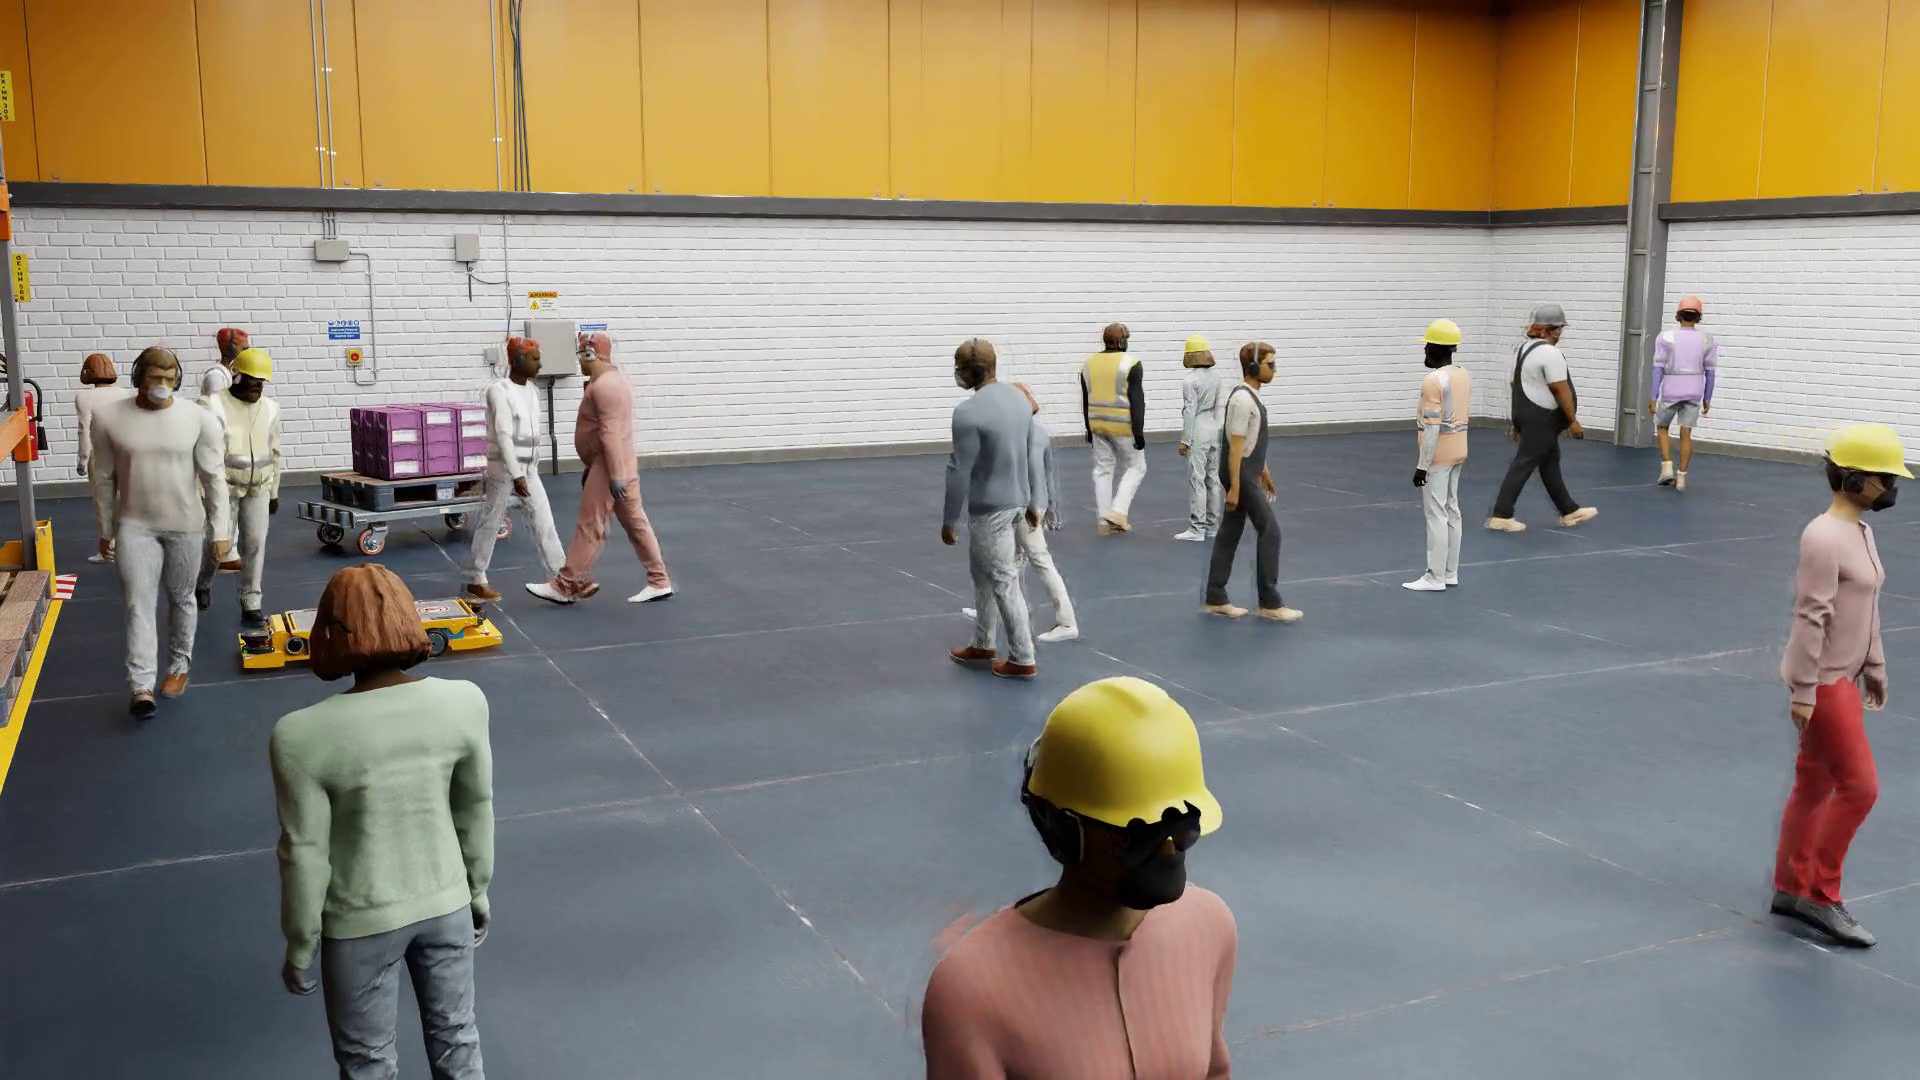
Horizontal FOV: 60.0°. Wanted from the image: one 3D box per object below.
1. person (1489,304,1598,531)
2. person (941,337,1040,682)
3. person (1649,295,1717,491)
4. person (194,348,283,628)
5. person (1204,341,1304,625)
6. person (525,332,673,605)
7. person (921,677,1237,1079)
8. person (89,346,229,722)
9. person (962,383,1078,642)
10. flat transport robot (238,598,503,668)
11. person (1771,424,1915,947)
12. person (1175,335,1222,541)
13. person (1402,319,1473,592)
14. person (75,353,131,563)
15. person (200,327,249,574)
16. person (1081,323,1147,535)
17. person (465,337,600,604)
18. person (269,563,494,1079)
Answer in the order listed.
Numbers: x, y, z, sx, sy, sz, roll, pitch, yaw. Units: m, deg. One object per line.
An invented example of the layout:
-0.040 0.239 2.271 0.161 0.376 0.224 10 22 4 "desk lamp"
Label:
5.130 -1.090 14.550 1.042 2.000 0.701 0 9 0 "person"
0.106 -0.164 9.215 0.777 1.905 0.653 6 11 34 "person"
7.495 -1.524 17.297 0.639 2.017 0.501 2 9 11 "person"
-4.686 -0.343 10.702 0.666 1.785 0.641 8 12 41 "person"
1.947 -0.368 10.738 0.771 1.815 0.521 1 9 7 "person"
-2.438 -0.474 11.322 0.989 1.864 0.655 -1 9 -3 "person"
0.176 1.038 2.234 0.537 1.757 0.368 -5 11 -30 "person"
-4.092 -0.042 8.531 0.648 1.879 1.039 -3 10 -20 "person"
0.376 -0.177 10.293 0.888 1.575 0.517 6 11 31 "person"
-3.517 0.539 9.916 1.431 0.197 0.652 -4 10 -25 "flat transport robot"
3.044 0.485 5.629 0.489 1.750 0.554 7 12 39 "person"
2.011 -0.864 14.082 0.313 1.738 0.483 8 12 41 "person"
3.402 -0.594 11.811 0.360 1.930 0.589 8 12 39 "person"
-6.674 -0.638 13.004 0.270 1.632 0.508 4 10 22 "person"
-5.548 -0.647 12.375 0.589 1.858 0.607 -2 9 -10 "person"
1.331 -0.942 14.271 0.651 1.832 0.447 8 12 40 "person"
-2.977 -0.456 11.290 1.029 1.825 0.592 4 10 22 "person"
-1.271 0.858 3.725 0.497 1.632 0.289 -9 13 -43 "person"
